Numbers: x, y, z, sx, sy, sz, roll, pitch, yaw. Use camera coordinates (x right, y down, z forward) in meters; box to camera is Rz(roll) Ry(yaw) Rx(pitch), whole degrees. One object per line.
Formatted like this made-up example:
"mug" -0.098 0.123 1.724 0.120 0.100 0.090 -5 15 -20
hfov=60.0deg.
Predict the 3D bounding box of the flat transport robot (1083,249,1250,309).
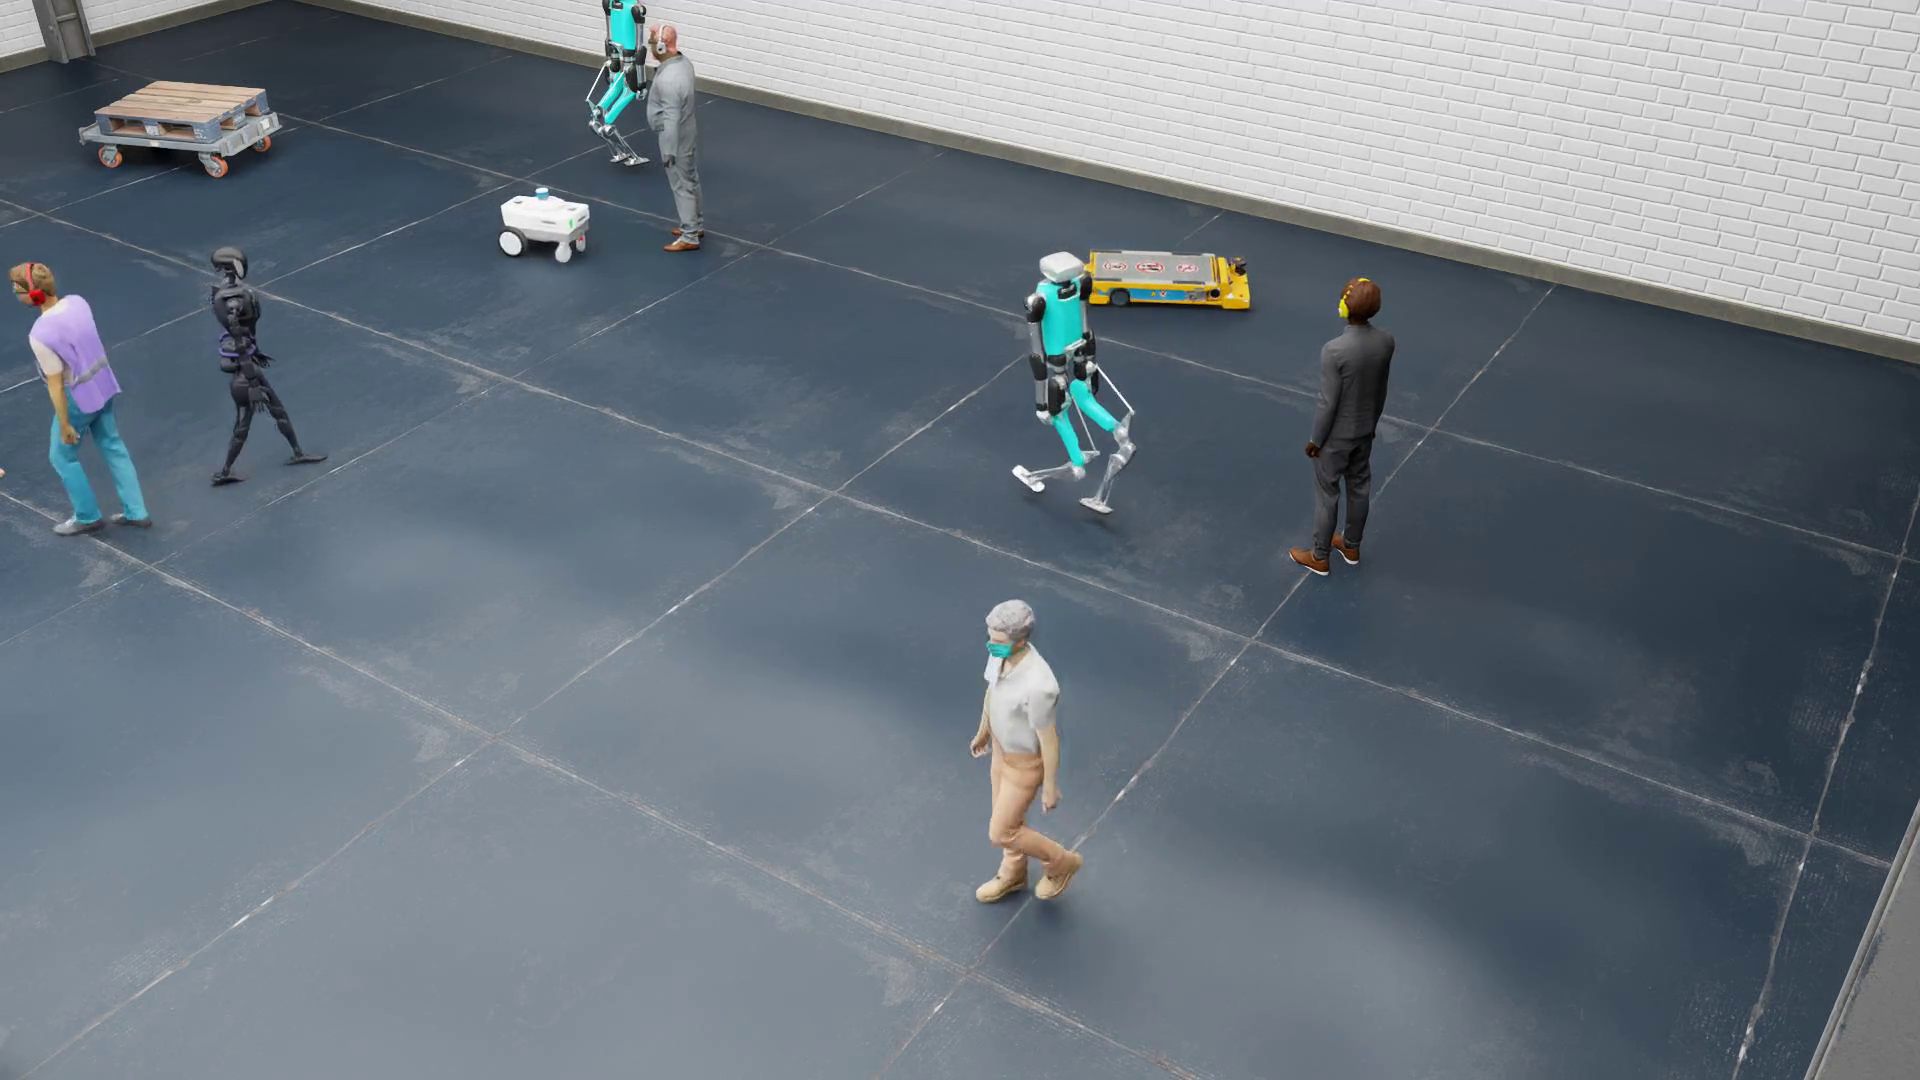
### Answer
"flat transport robot" 1.626 -2.122 13.558 1.431 0.231 0.659 3 33 4

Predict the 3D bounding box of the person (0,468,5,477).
"person" -6.551 -1.140 10.563 0.381 1.865 0.465 7 33 11

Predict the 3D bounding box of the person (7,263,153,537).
"person" -5.421 -0.849 10.139 0.598 1.825 0.599 4 33 6

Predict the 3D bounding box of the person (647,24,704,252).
"person" -2.411 -3.377 13.998 0.402 1.907 0.642 3 33 4

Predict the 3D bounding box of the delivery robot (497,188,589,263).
"delivery robot" -3.546 -2.711 14.196 0.746 0.578 0.517 10 34 15

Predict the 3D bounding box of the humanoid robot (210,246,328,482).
"humanoid robot" -4.646 -1.139 10.768 0.740 1.623 0.602 -11 34 -16

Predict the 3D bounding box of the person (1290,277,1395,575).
"person" 2.266 -0.656 9.793 0.500 1.873 0.338 -16 36 -23

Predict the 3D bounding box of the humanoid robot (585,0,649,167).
"humanoid robot" -3.248 -4.296 15.460 0.533 1.677 0.735 25 40 33

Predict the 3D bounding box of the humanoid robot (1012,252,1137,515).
"humanoid robot" 0.752 -0.893 10.278 0.547 1.731 0.986 -28 42 -36

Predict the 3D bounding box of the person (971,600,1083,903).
"person" 0.266 0.963 7.408 0.422 1.727 0.508 -11 34 -17
